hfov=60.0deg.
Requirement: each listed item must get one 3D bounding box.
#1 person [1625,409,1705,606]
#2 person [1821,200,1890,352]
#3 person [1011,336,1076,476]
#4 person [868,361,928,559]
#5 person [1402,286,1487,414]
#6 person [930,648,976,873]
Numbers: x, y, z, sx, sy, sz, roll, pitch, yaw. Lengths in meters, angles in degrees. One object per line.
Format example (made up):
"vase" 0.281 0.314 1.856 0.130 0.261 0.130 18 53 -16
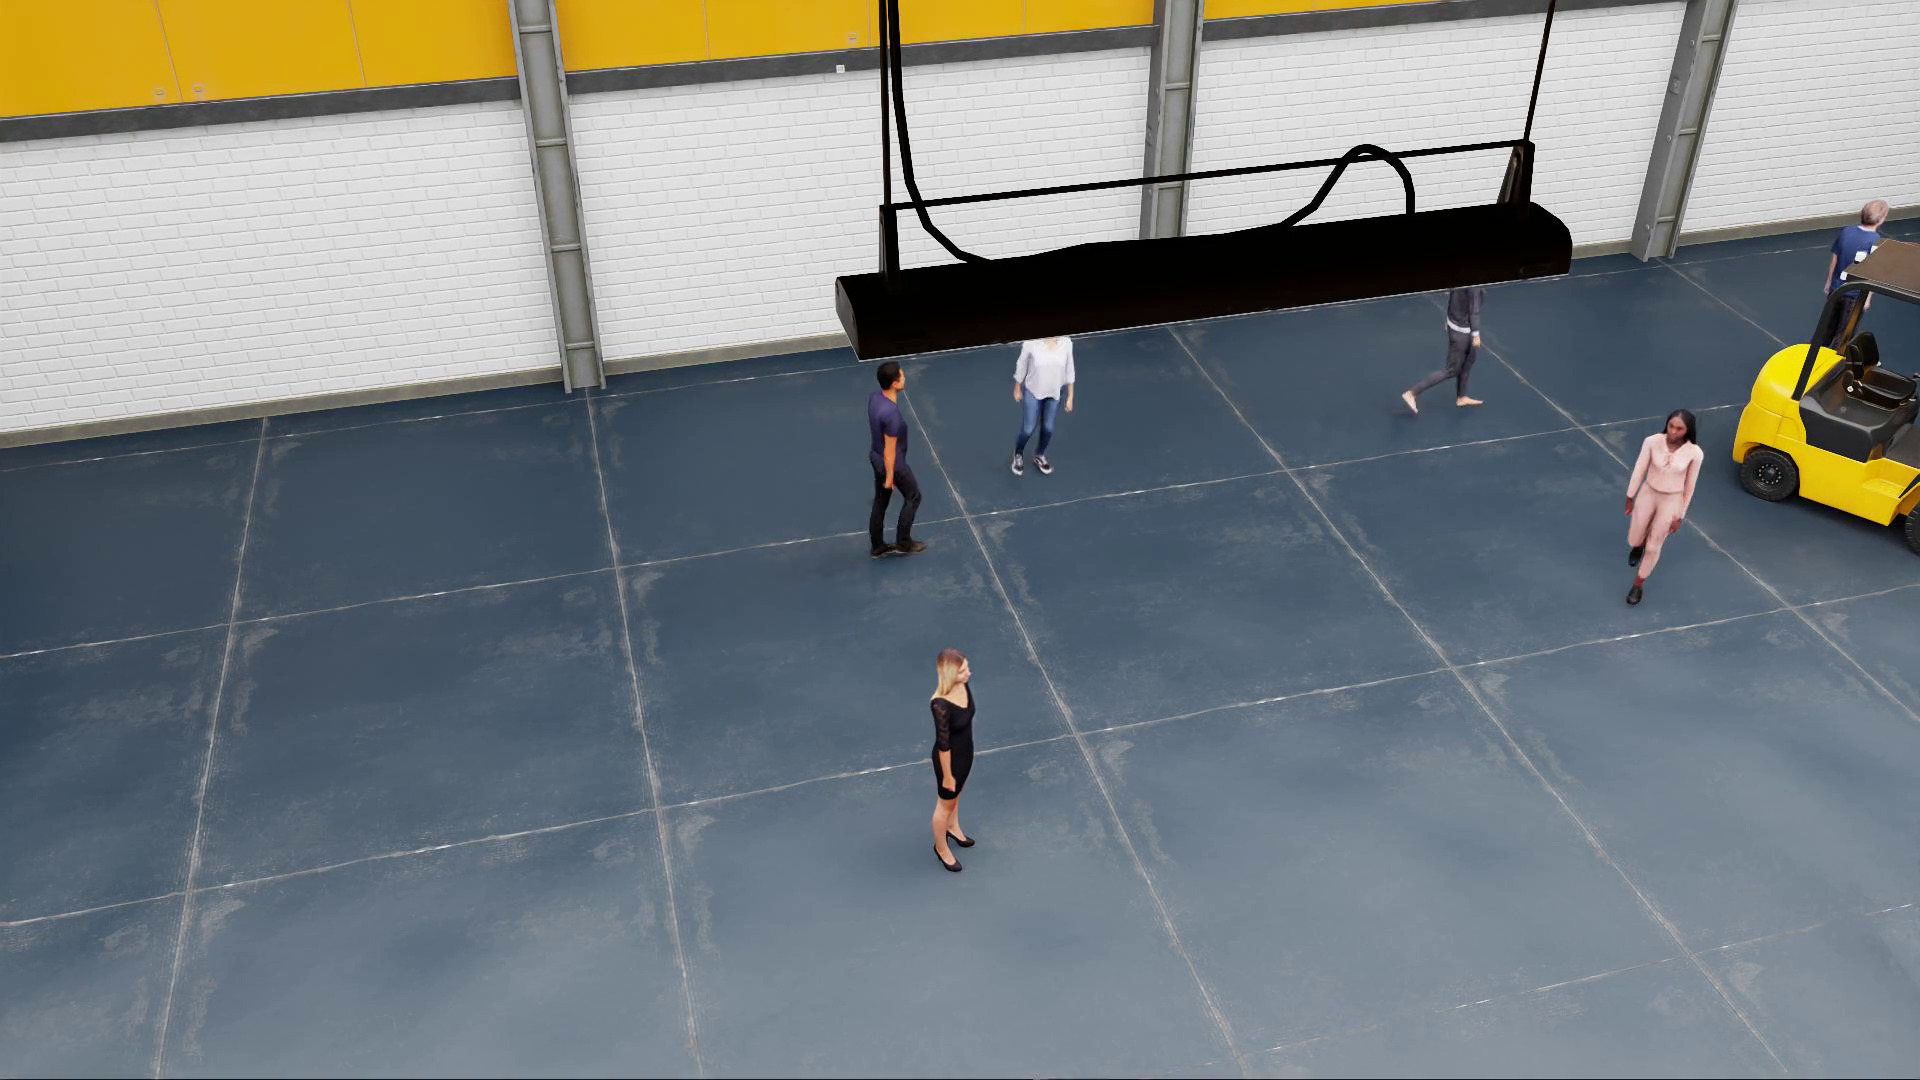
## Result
"person" 5.483 -0.302 12.996 0.901 1.706 0.966 20 38 27
"person" 8.508 -2.360 15.948 0.632 1.864 0.708 -15 36 -21
"person" 0.695 -1.346 14.583 0.625 1.686 0.751 1 34 2
"person" -0.650 -0.614 13.402 0.746 1.775 0.715 -15 36 -21
"person" 4.578 -1.955 15.449 1.132 1.743 0.790 -1 34 -1
"person" -0.049 1.367 10.511 0.634 1.677 0.610 12 35 17
